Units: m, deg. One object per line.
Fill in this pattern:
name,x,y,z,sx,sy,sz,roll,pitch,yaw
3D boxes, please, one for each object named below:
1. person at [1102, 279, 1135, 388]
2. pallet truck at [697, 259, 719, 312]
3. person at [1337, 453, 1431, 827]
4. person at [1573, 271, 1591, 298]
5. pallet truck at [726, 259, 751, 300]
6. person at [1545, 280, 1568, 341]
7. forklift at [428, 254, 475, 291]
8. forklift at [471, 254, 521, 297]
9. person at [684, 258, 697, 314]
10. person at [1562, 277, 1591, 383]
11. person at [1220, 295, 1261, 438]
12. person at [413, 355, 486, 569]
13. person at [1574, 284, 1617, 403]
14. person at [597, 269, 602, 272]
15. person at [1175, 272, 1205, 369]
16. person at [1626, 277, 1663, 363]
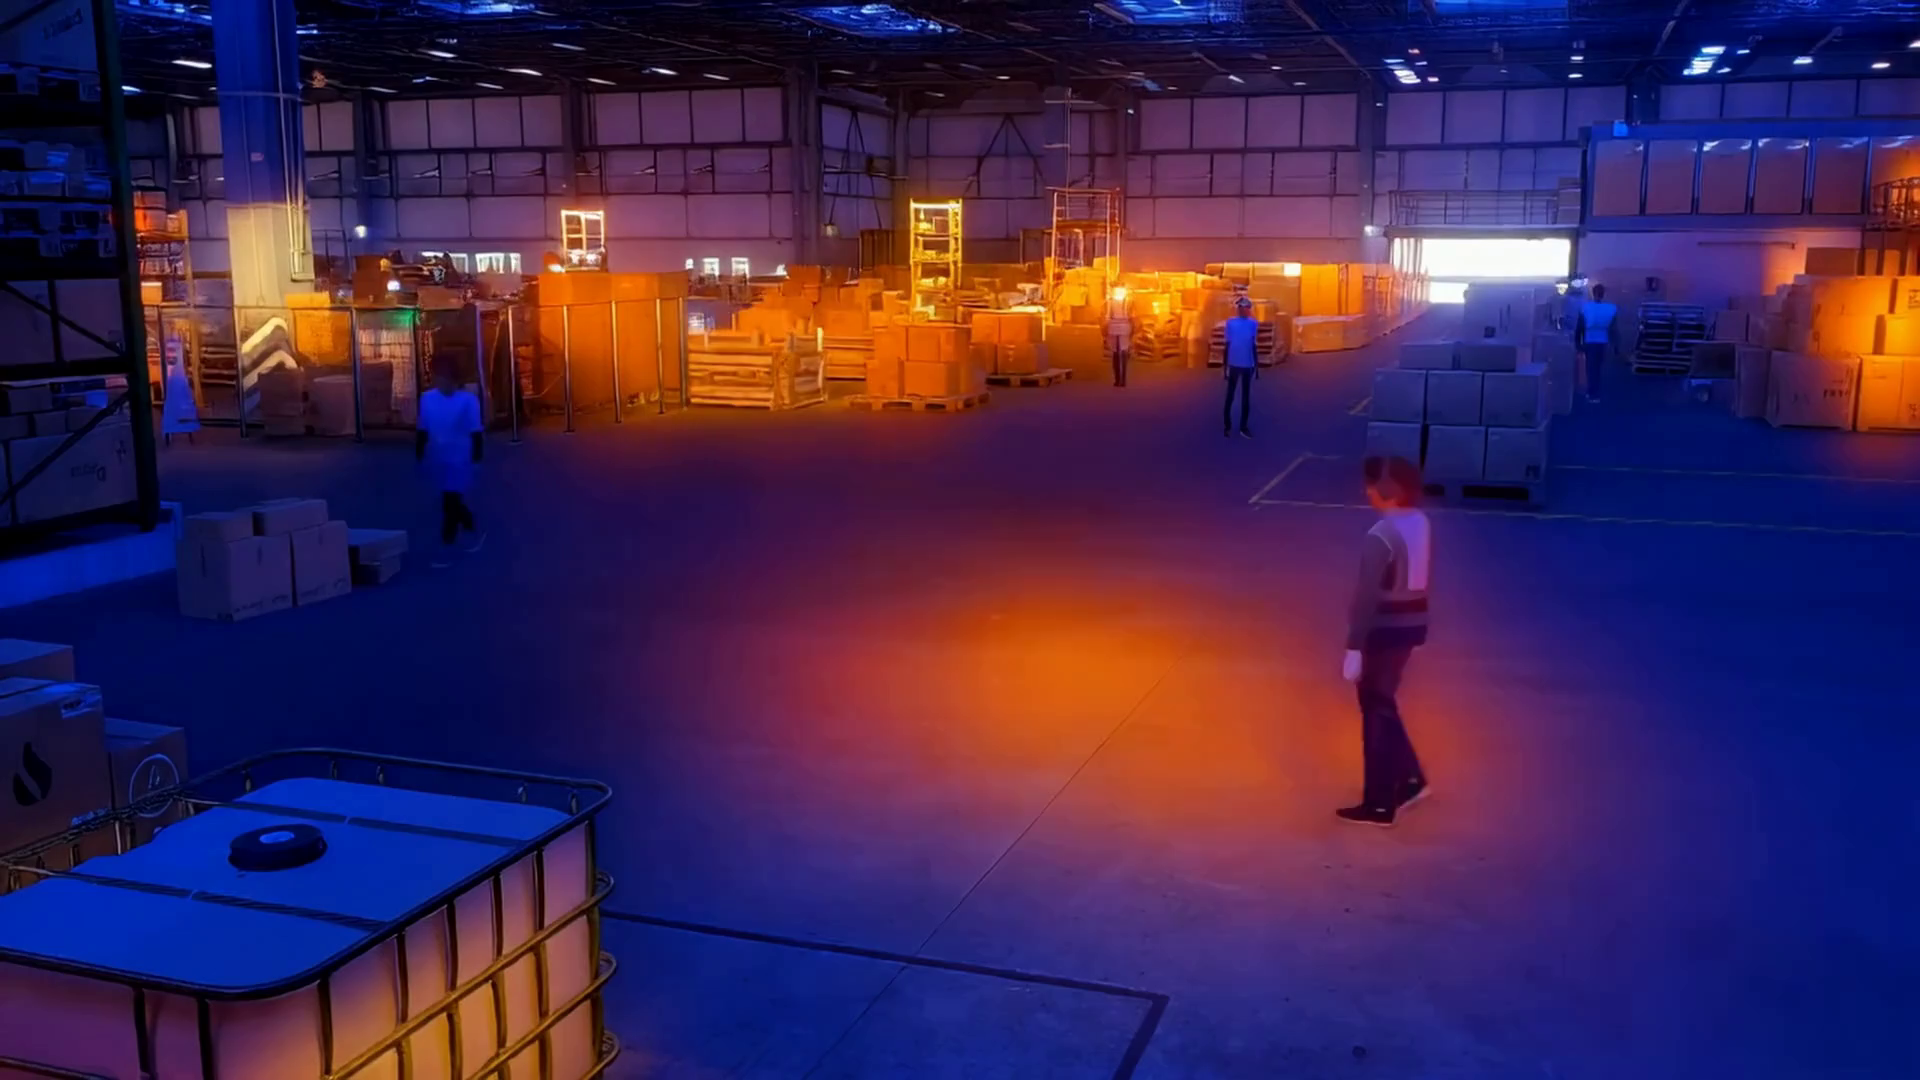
person,2.789,-3.640,29.320,0.564,1.893,0.966,2,10,12
pallet truck,-9.165,-9.627,62.776,0.823,1.965,1.885,4,11,23
person,1.814,0.435,7.113,0.357,1.625,0.546,7,12,36
person,16.879,-6.381,45.042,0.525,1.818,0.828,-2,10,-13
pallet truck,-7.986,-9.493,62.019,0.823,1.965,1.885,3,11,17
person,13.080,-4.815,36.404,0.521,1.736,0.827,4,11,22
forklift,-20.133,-10.254,65.465,1.157,1.987,2.680,3,11,19
forklift,-17.990,-10.121,64.684,1.157,1.987,2.680,3,11,17
person,-9.362,-8.720,57.581,0.398,2.039,0.609,8,13,37
person,11.193,-3.780,30.089,0.559,1.907,0.828,-1,10,-5
person,3.646,-2.248,21.595,0.532,1.864,0.310,-1,10,-8
person,-4.038,-0.648,13.200,0.559,1.647,0.853,4,11,22
person,10.147,-3.149,26.653,0.614,1.862,0.987,0,10,2
person,-12.755,-8.950,59.338,0.952,1.866,0.639,-3,10,-15
person,4.659,-4.445,33.679,0.618,1.964,0.361,-2,10,-13
person,14.616,-4.637,35.174,0.971,1.818,0.538,6,12,31
